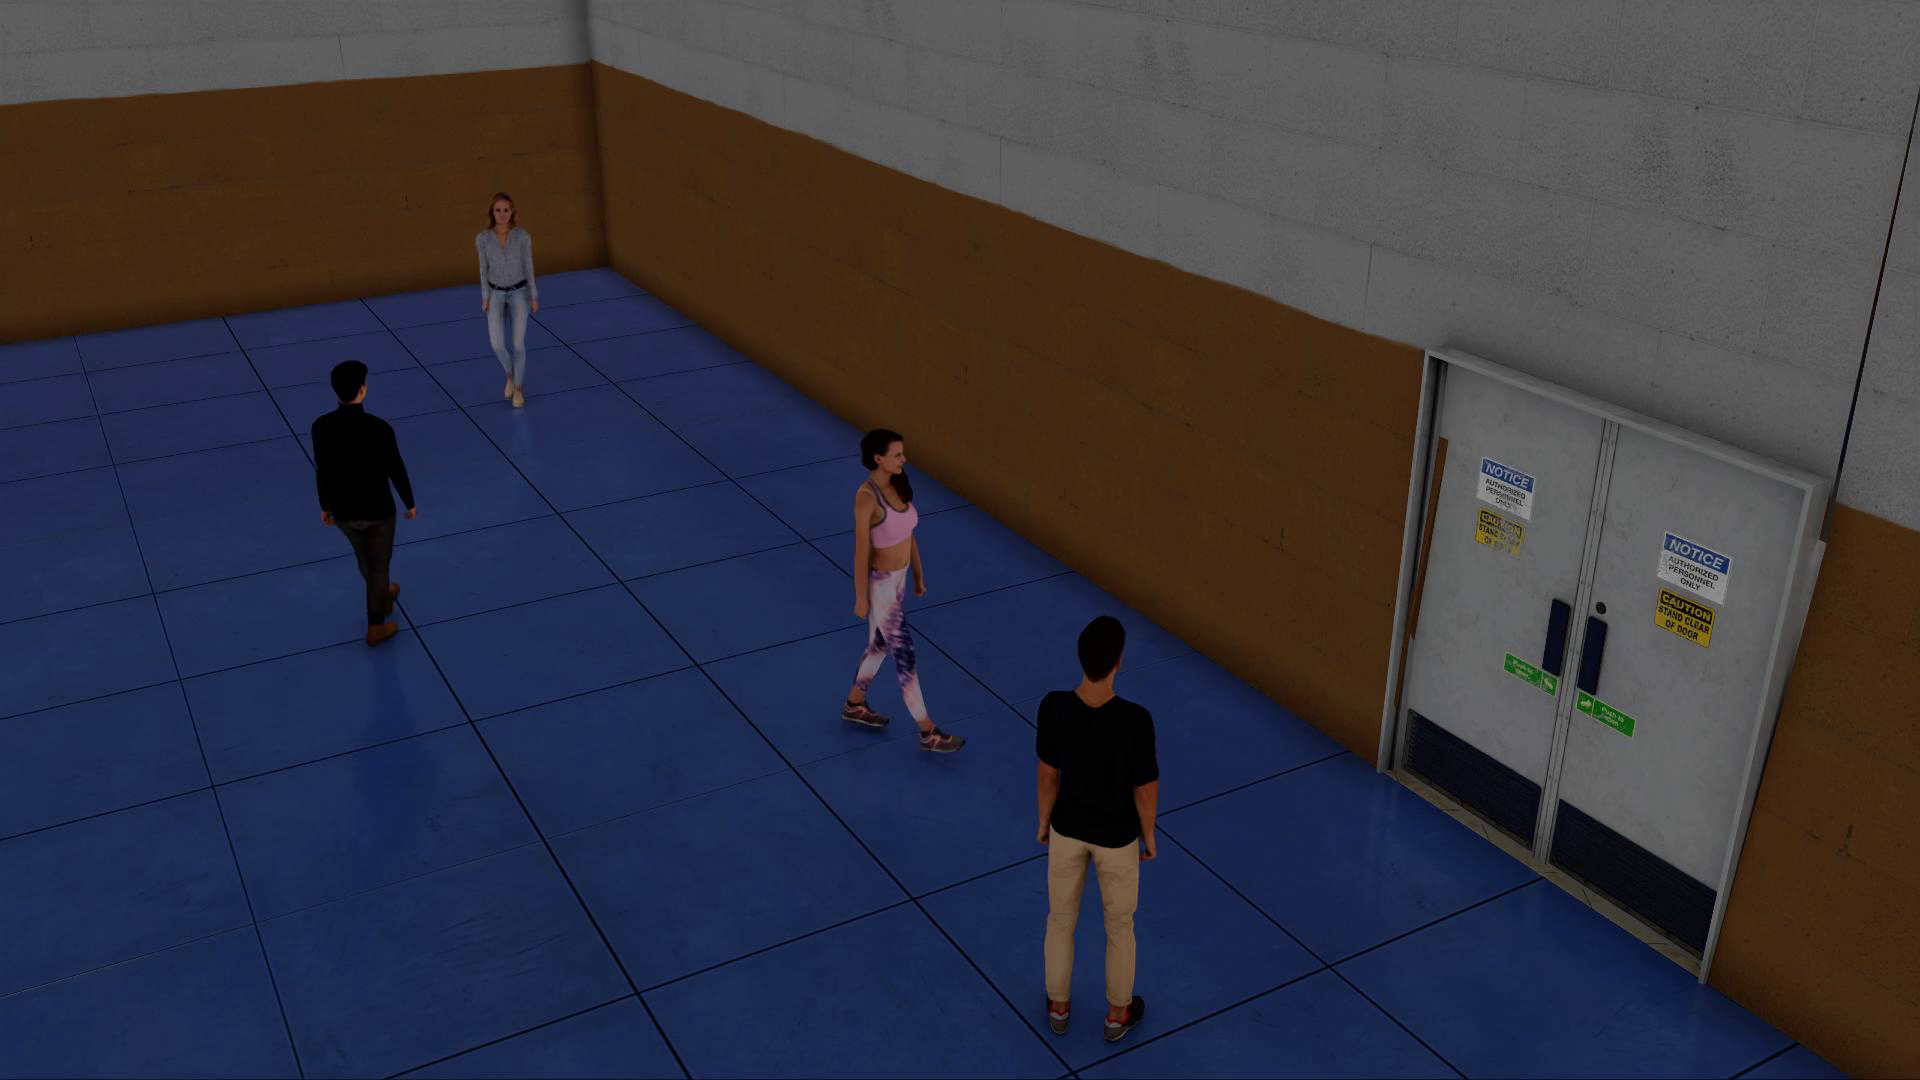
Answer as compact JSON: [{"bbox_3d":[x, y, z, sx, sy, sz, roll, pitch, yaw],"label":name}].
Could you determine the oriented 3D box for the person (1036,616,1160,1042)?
[{"bbox_3d":[0.529,1.142,6.518,0.693,1.859,0.752,6,24,14],"label":"person"}]

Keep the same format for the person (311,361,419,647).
[{"bbox_3d":[-3.537,-0.183,9.774,0.988,1.702,1.019,3,24,7],"label":"person"}]

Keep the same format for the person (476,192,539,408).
[{"bbox_3d":[-3.756,-2.016,13.860,0.661,1.785,0.772,-3,24,-7],"label":"person"}]

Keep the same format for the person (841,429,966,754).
[{"bbox_3d":[-0.450,0.253,8.733,1.025,1.738,1.032,10,26,22],"label":"person"}]
